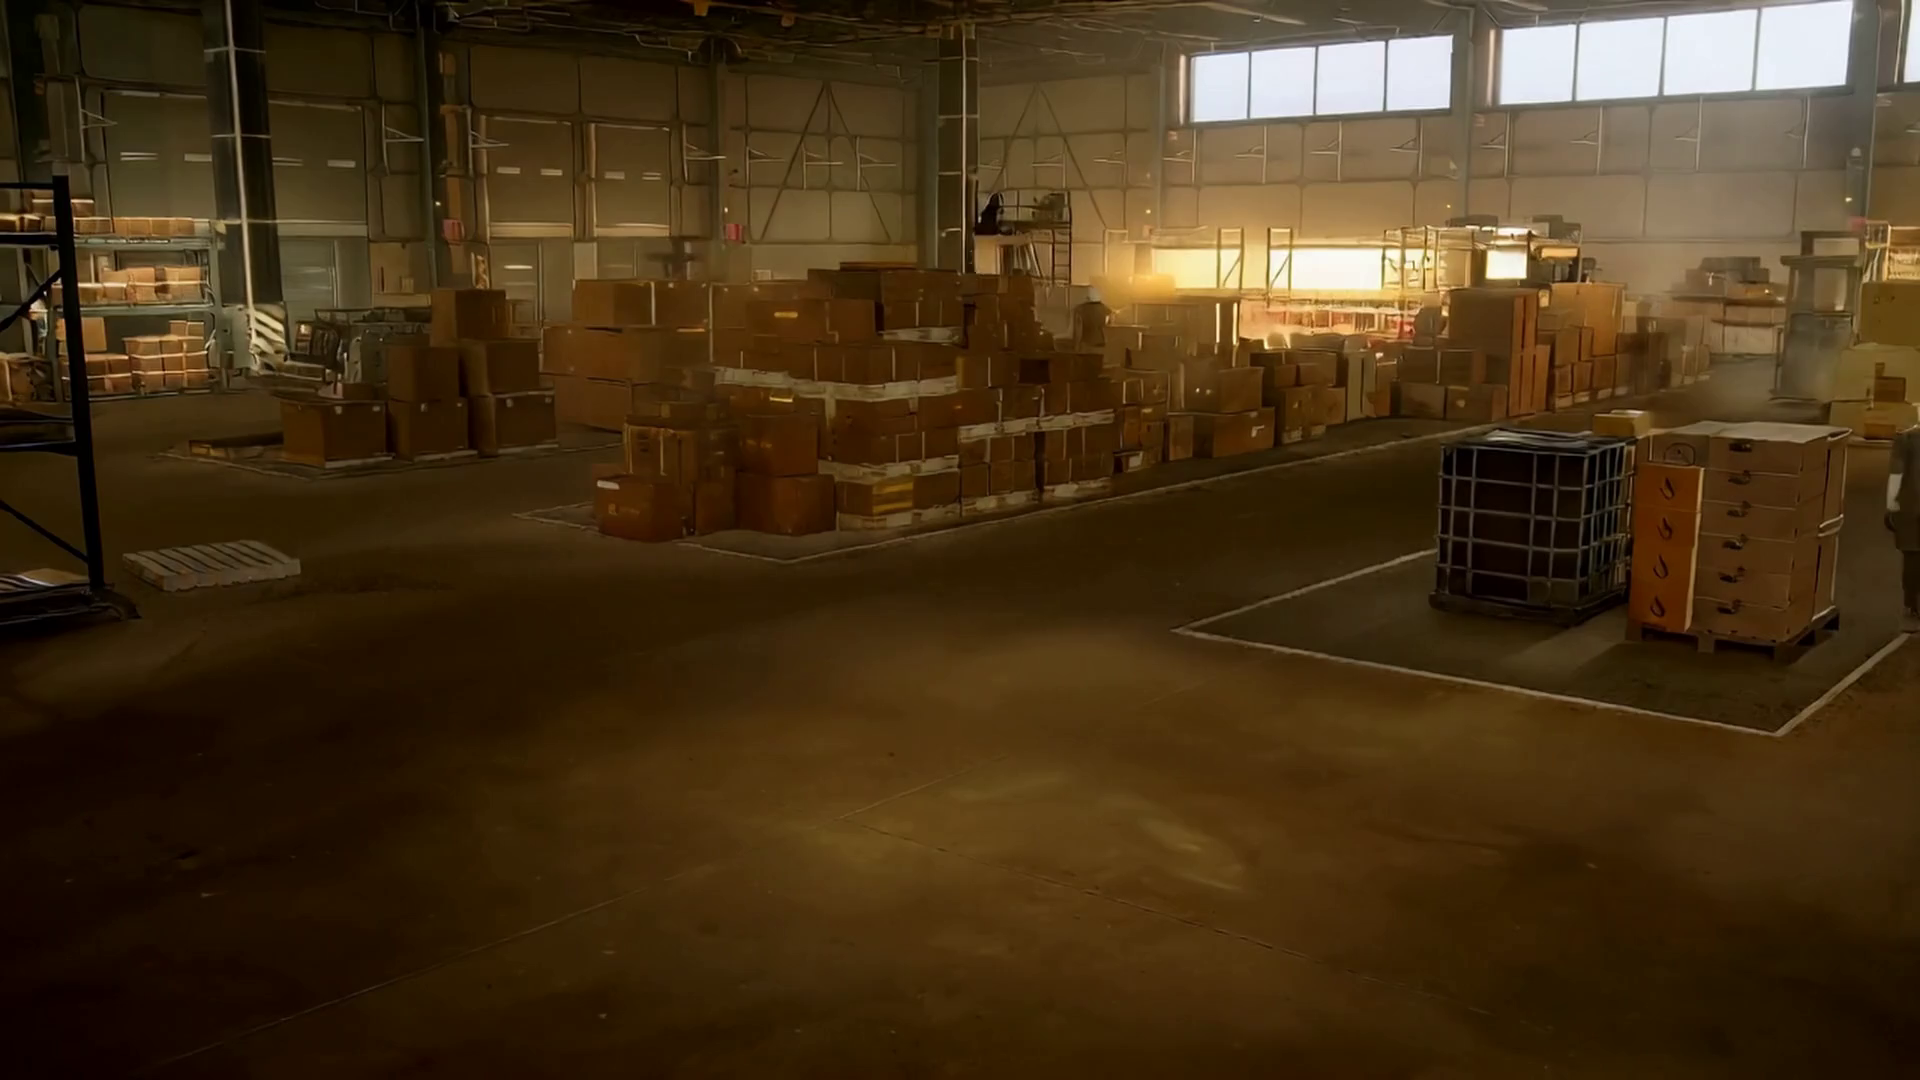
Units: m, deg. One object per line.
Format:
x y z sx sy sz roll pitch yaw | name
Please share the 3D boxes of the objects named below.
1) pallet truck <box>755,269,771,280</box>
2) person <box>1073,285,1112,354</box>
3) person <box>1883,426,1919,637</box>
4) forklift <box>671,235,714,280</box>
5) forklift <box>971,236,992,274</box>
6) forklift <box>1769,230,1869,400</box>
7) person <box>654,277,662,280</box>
-4.996 -6.432 45.525 1.885 1.965 0.823 -6 12 -32 | pallet truck
2.163 -3.178 27.162 0.627 1.941 0.371 1 10 8 | person
6.259 -0.171 10.754 0.534 1.676 0.626 6 12 32 | person
-5.766 -5.223 36.131 1.873 2.768 1.129 8 13 40 | forklift
0.546 -5.714 38.923 1.873 2.768 1.129 2 10 12 | forklift
14.250 -3.674 27.312 1.129 2.768 1.873 8 13 39 | forklift
-6.515 -4.725 36.020 0.632 1.930 0.387 -5 11 -25 | person
